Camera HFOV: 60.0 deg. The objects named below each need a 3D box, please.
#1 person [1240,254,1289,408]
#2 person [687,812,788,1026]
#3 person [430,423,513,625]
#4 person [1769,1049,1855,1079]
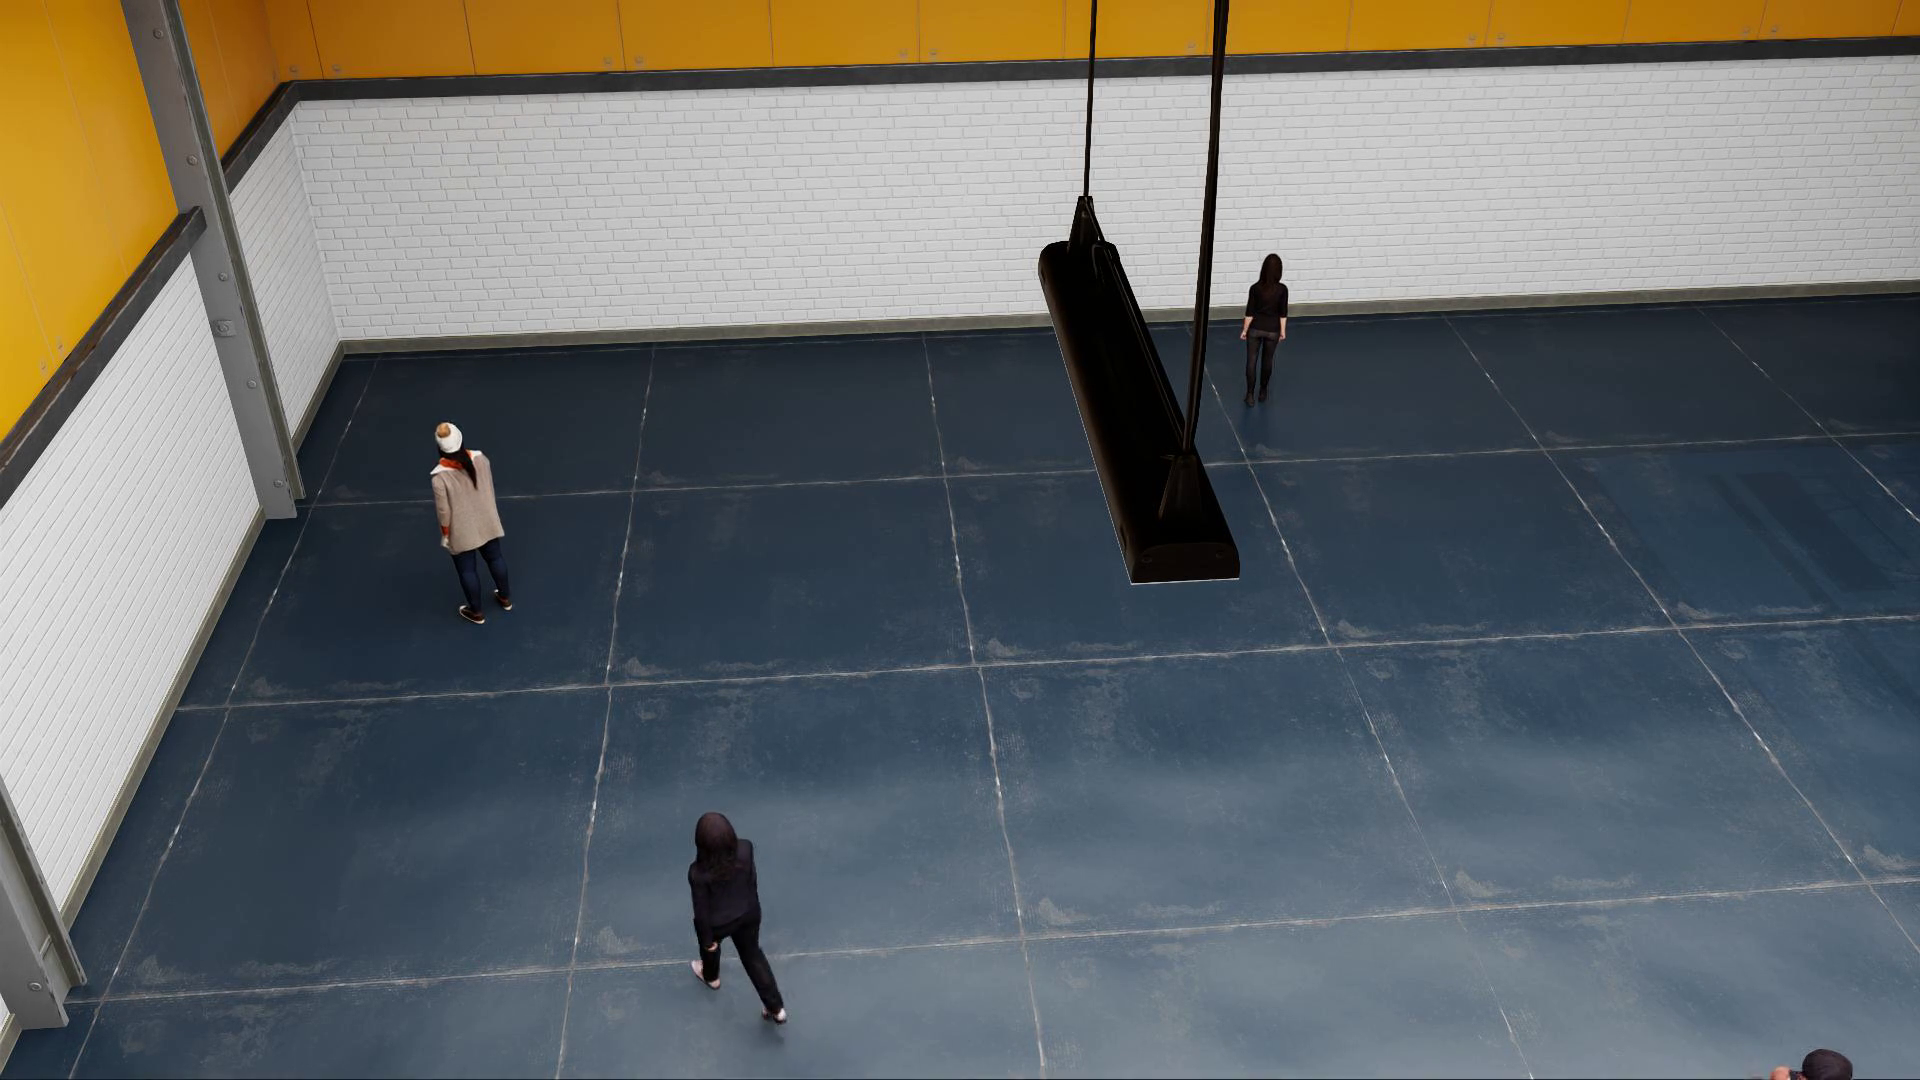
[{"bbox_3d":[3.098,-2.130,16.976,0.648,1.636,0.661,2,34,4],"label":"person"},{"bbox_3d":[-1.377,2.365,10.263,1.079,1.581,1.193,-28,43,-35],"label":"person"},{"bbox_3d":[-4.065,-0.170,13.788,0.826,1.900,0.870,-27,42,-35],"label":"person"},{"bbox_3d":[4.340,3.249,8.857,0.724,1.665,0.873,27,42,35],"label":"person"}]
